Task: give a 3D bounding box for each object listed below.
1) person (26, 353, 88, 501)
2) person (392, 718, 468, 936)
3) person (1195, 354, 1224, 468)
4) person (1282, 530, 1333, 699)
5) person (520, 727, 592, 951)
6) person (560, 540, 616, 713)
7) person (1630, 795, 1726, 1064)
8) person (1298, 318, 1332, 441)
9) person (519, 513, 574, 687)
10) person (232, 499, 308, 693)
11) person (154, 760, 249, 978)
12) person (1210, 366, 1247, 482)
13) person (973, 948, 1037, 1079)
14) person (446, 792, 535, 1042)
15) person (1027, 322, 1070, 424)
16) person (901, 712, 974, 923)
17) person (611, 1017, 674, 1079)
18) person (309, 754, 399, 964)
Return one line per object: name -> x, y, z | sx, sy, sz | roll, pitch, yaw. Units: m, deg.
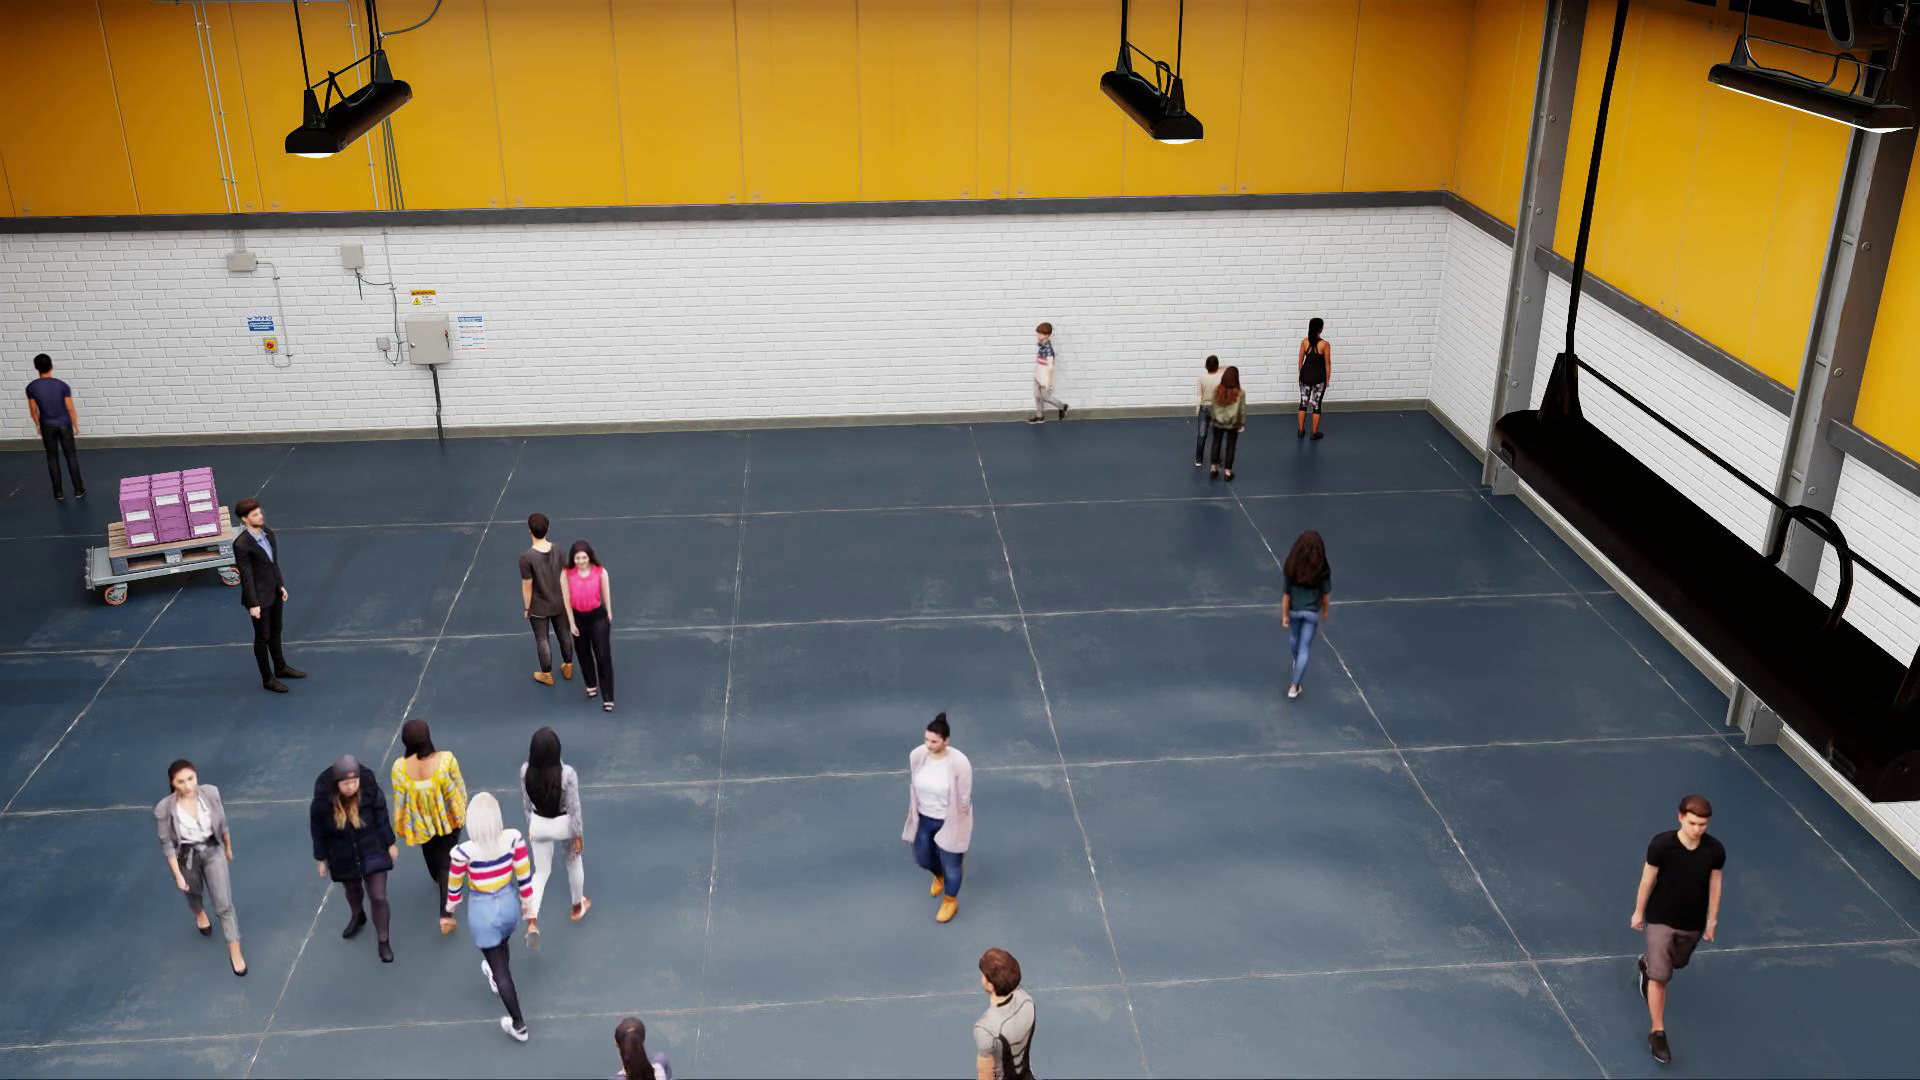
person -> -10.868, -1.365, 20.003 | 0.686, 1.790, 0.633 | -10, 25, -21
person -> -3.875, 2.134, 12.229 | 0.711, 1.604, 1.073 | -3, 24, -6
person -> 3.168, -1.636, 21.028 | 0.613, 1.466, 0.618 | 7, 24, 15
person -> 3.200, 0.716, 15.501 | 0.897, 1.582, 1.110 | 10, 25, 21
person -> -2.973, 2.166, 12.038 | 0.774, 1.700, 1.105 | 4, 24, 9
person -> -3.453, 0.728, 15.406 | 0.622, 1.636, 0.897 | -4, 24, -9
person -> 4.778, 2.481, 11.150 | 0.829, 1.833, 1.230 | 2, 24, 5
person -> 4.661, -2.149, 21.956 | 0.658, 1.662, 0.687 | 14, 27, 29
person -> -3.898, 0.556, 15.699 | 0.708, 1.717, 0.715 | -15, 28, -31
person -> -6.545, 0.496, 15.614 | 0.810, 1.896, 0.642 | 4, 24, 9
person -> -5.464, 2.273, 11.881 | 0.989, 1.629, 1.201 | -16, 28, -32
person -> 3.273, -1.441, 20.572 | 0.677, 1.473, 0.675 | 10, 25, 21
person -> 0.331, 3.186, 9.487 | 0.921, 1.872, 0.989 | -22, 32, -40
person -> -3.065, 2.546, 11.083 | 1.013, 1.768, 1.162 | -19, 30, -36
person -> 1.200, -2.247, 22.474 | 0.667, 1.426, 0.762 | -6, 24, -14
person -> -0.083, 2.010, 12.356 | 0.867, 1.730, 0.930 | 12, 26, 25
person -> -1.701, 3.445, 9.235 | 0.999, 1.600, 1.151 | -22, 32, -40
person -> -4.344, 2.220, 12.002 | 0.846, 1.628, 1.016 | -5, 24, -10
